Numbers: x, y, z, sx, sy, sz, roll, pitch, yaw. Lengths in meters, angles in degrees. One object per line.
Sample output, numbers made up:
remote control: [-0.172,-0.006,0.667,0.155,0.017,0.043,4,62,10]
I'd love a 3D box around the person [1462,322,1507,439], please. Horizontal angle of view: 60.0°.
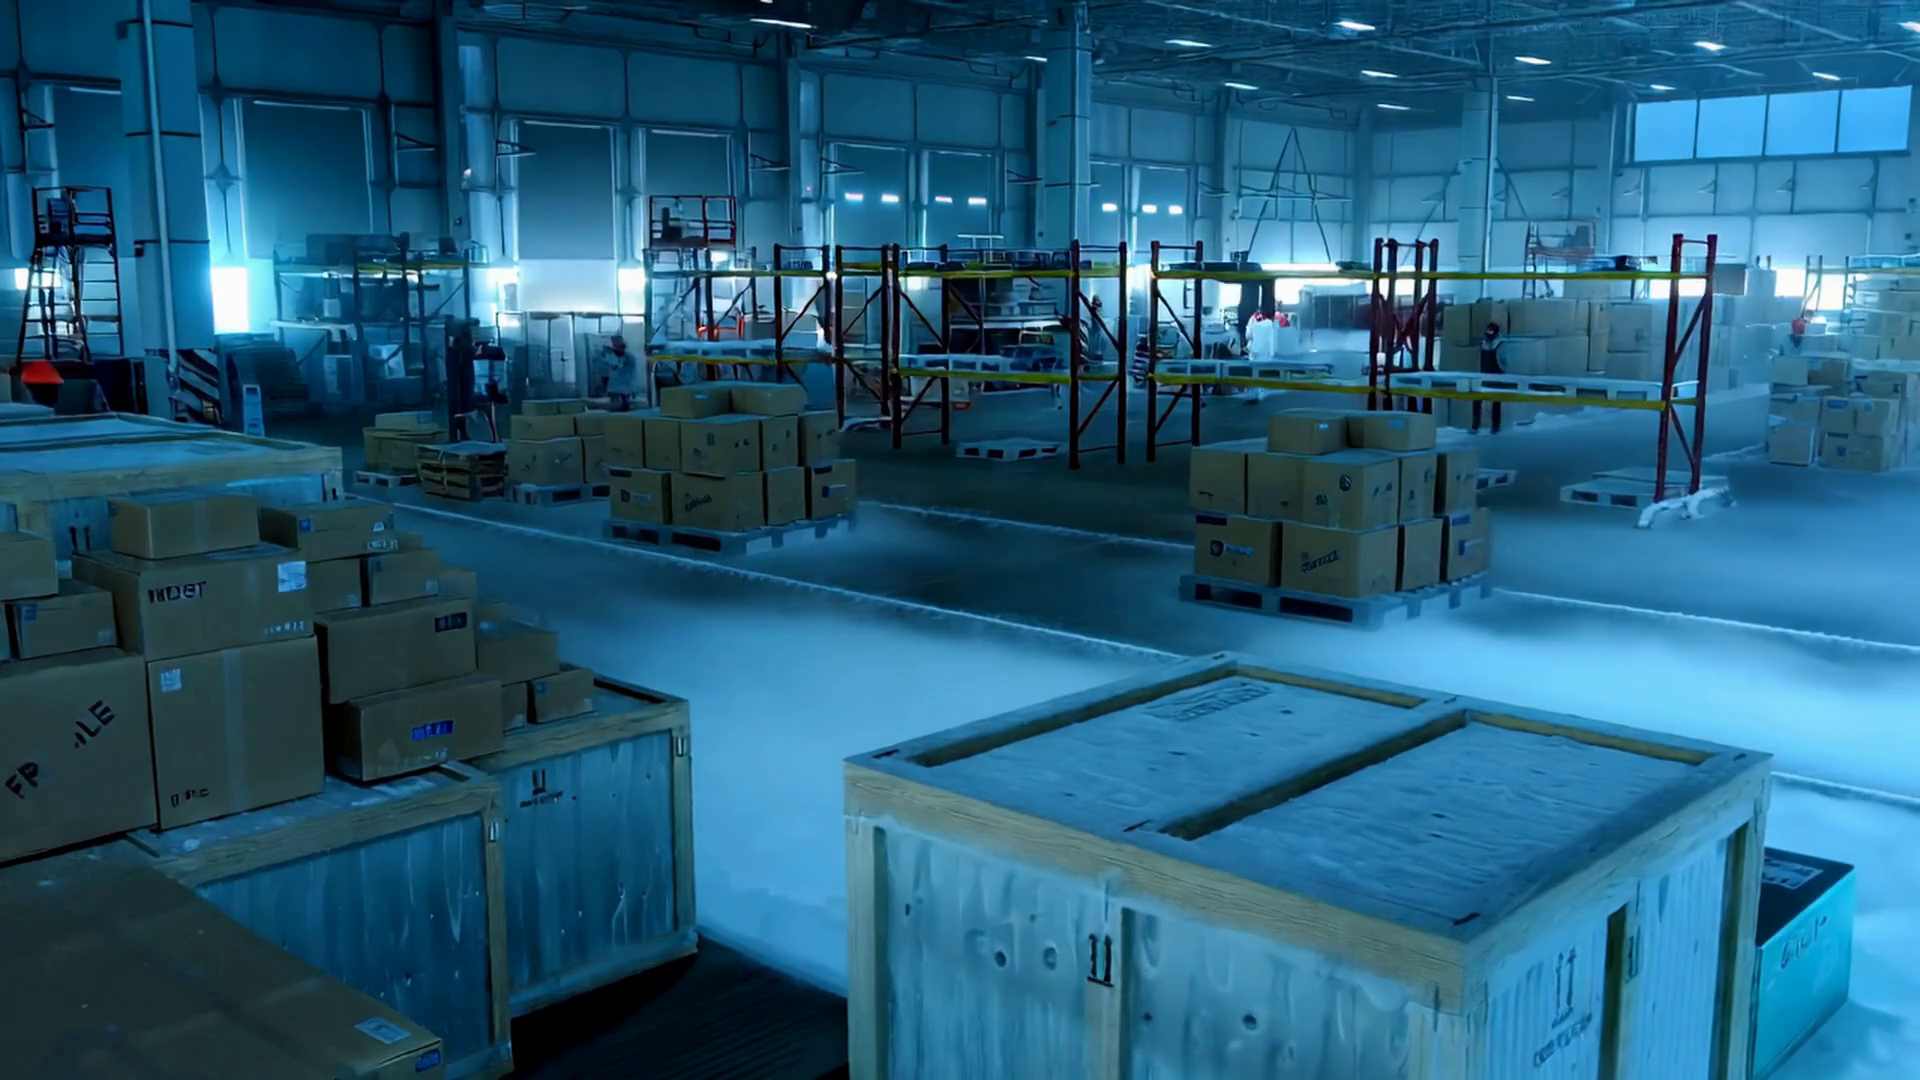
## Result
person: [8.193,-2.466,25.930,0.805,1.817,0.524,-7,11,-36]

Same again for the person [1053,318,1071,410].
person: [1.997,-3.320,31.397,0.483,1.738,0.320,1,9,6]

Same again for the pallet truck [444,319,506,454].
pallet truck: [-6.981,-1.942,22.150,1.885,1.965,0.823,1,9,9]

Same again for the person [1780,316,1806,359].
person: [13.434,-2.643,26.762,0.802,1.888,0.599,-9,13,-43]

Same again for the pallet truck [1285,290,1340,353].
pallet truck: [11.297,-6.951,52.861,1.885,1.965,0.823,-5,11,-29]

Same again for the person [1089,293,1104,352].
person: [4.202,-6.646,51.222,0.546,1.927,0.390,-3,10,-15]

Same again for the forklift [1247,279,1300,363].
forklift: [8.215,-6.142,45.201,1.873,2.768,1.129,9,13,43]

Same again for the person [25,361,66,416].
person: [-7.612,-0.520,13.726,0.679,1.906,0.589,-4,10,-21]

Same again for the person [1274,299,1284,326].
person: [8.828,-5.849,46.655,0.992,1.833,0.577,4,10,25]

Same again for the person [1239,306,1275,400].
person: [6.003,-3.803,33.854,0.953,1.895,0.634,-8,12,-41]

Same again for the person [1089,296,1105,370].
person: [3.603,-5.424,43.684,0.351,1.936,0.634,5,10,26]

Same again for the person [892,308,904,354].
person: [-1.615,-5.224,43.403,0.311,1.632,0.520,-2,9,-11]

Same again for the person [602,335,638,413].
person: [-5.100,-2.242,24.937,0.550,1.679,0.404,-6,11,-33]

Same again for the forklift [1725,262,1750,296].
forklift: [20.714,-6.029,44.512,1.873,2.768,1.129,7,12,37]

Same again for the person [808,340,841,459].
person: [-1.897,-1.801,22.107,0.839,1.732,0.523,7,12,37]
